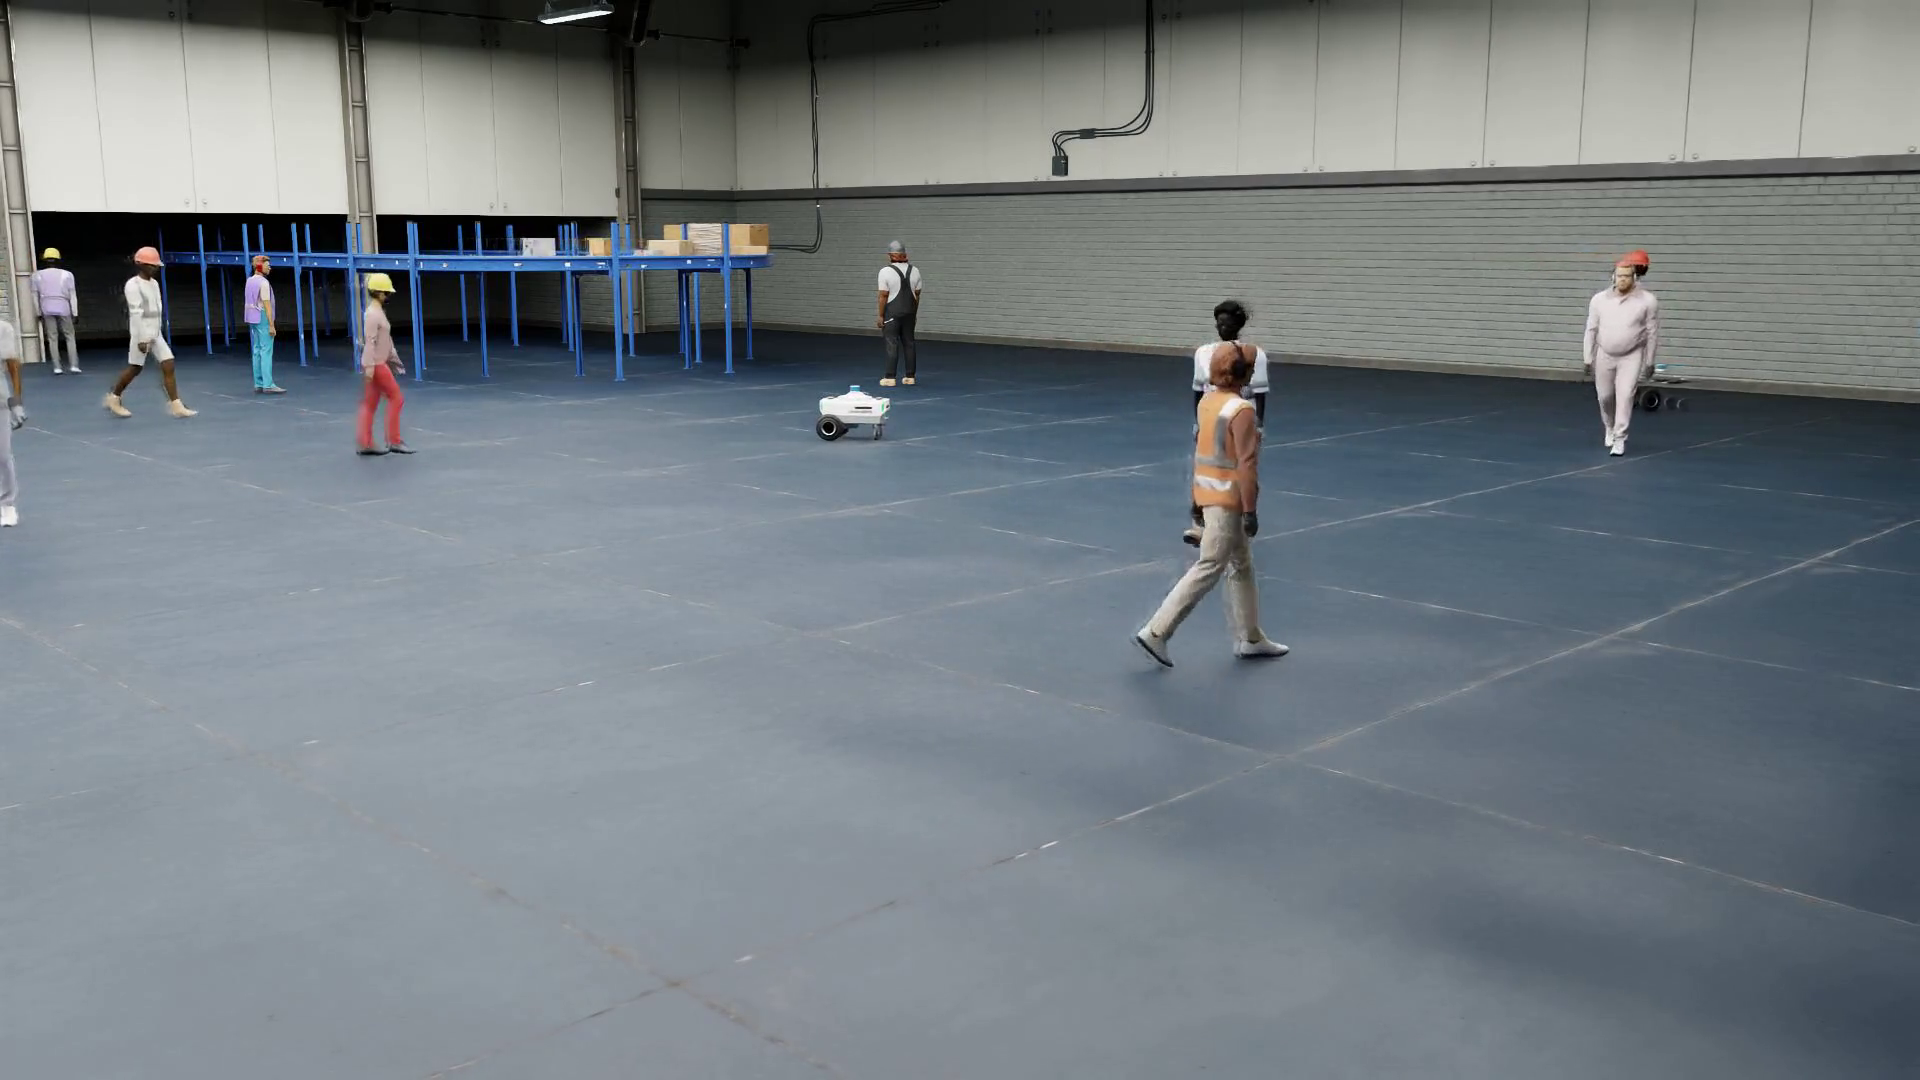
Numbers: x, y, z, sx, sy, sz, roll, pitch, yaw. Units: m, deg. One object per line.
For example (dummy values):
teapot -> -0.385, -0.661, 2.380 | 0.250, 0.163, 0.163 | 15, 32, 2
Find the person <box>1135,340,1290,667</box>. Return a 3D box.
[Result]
person -> 1.246, -0.179, 8.179 | 0.811, 1.608, 0.531 | -2, 11, -12

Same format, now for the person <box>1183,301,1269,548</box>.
person -> 1.775, -0.760, 11.183 | 0.553, 1.655, 0.819 | 5, 11, 25

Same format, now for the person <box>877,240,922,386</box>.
person -> -0.911, -3.193, 23.553 | 0.678, 2.000, 0.537 | -7, 13, -34

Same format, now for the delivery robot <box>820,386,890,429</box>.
delivery robot -> -1.098, -1.375, 17.441 | 0.707, 0.478, 0.477 | 1, 11, 8

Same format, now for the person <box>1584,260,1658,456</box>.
person -> 6.477, -1.802, 16.325 | 0.655, 1.879, 0.867 | 6, 12, 31

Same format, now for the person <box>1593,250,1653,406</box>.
person -> 8.315, -2.644, 20.753 | 0.531, 1.926, 0.551 | 1, 10, 6

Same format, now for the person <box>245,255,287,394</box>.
person -> -9.383, -2.894, 22.344 | 0.574, 1.841, 0.374 | 10, 14, 44

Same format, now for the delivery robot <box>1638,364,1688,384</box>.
delivery robot -> 8.537, -2.033, 20.319 | 0.698, 0.223, 0.335 | -2, 11, -11

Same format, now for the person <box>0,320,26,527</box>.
person -> -6.952, -0.951, 11.858 | 0.517, 1.817, 0.995 | -5, 11, -25

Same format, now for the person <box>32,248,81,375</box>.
person -> -13.784, -3.489, 25.383 | 0.603, 1.920, 0.427 | -3, 11, -17

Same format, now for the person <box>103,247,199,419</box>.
person -> -9.484, -2.396, 19.266 | 1.059, 1.991, 0.622 | 1, 10, 4

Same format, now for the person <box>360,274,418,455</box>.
person -> -5.538, -1.690, 16.076 | 0.673, 1.739, 0.524 | -3, 11, -17
